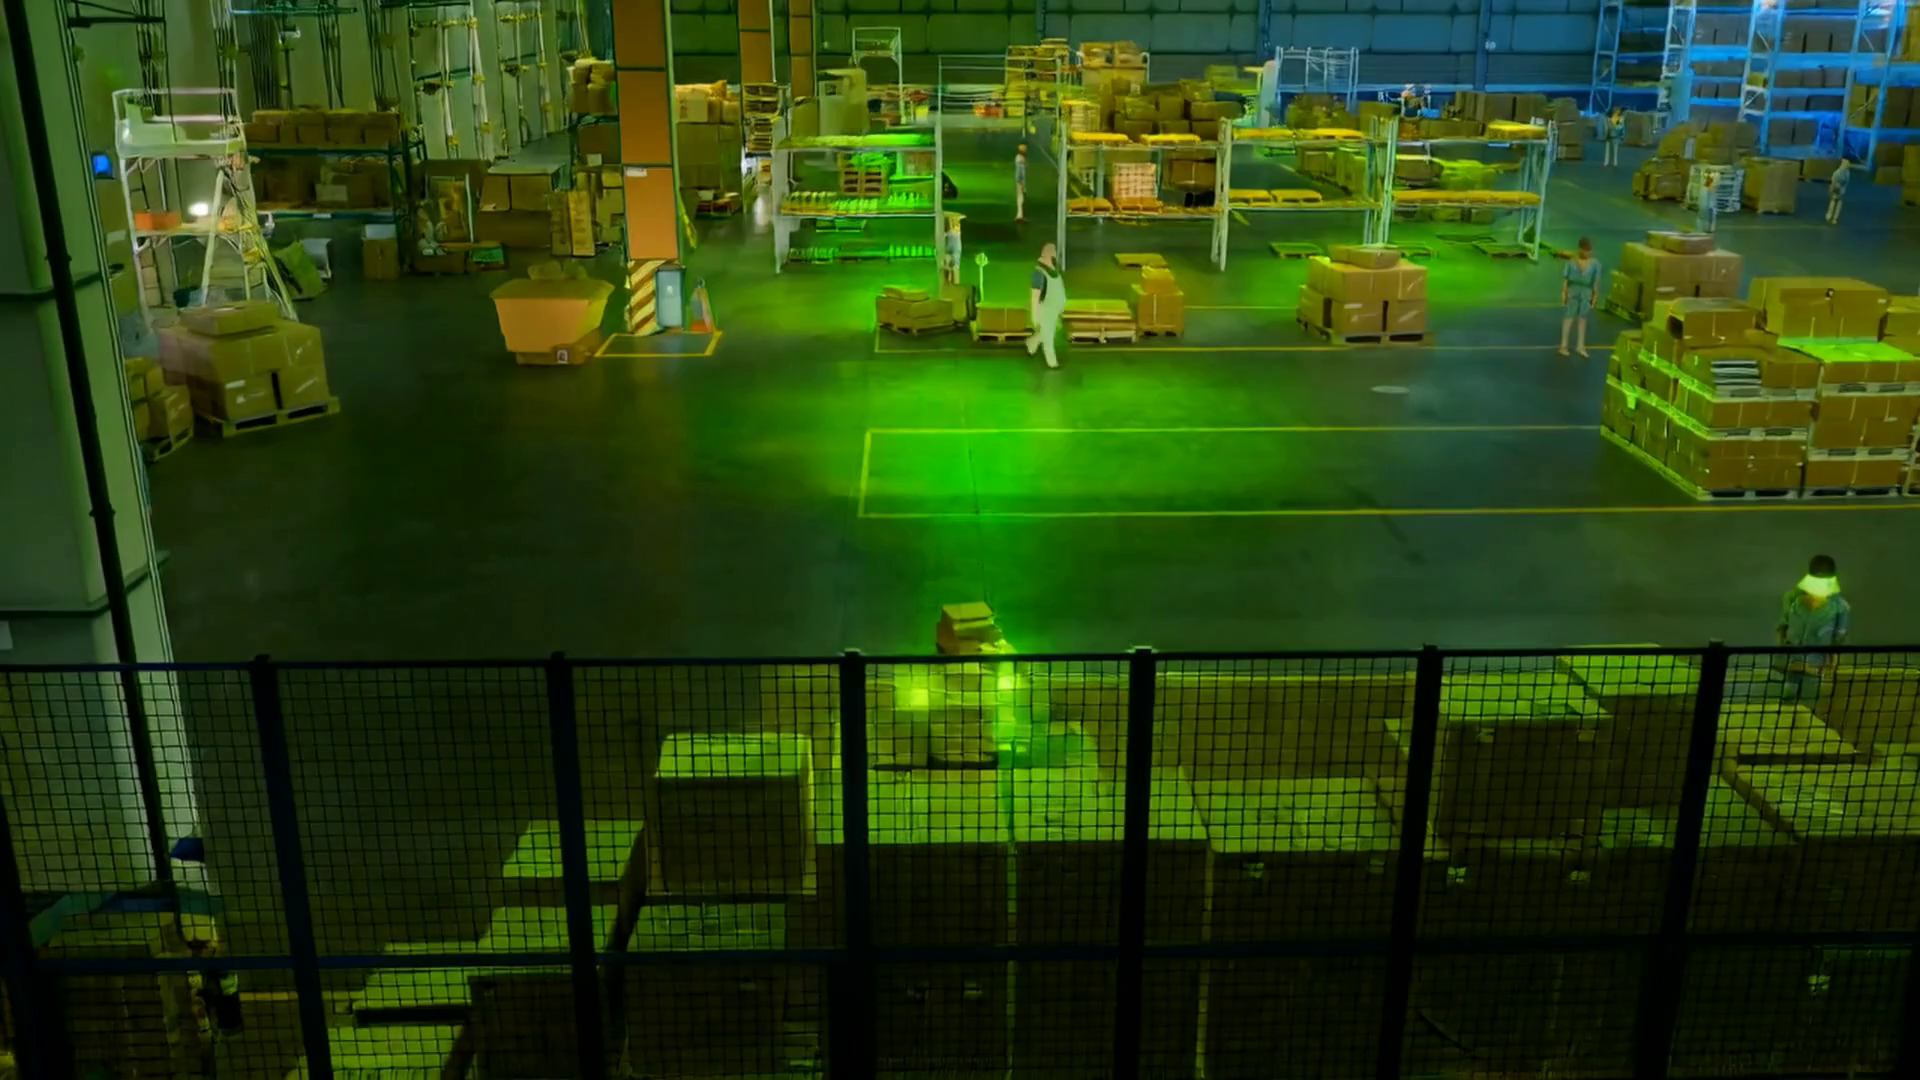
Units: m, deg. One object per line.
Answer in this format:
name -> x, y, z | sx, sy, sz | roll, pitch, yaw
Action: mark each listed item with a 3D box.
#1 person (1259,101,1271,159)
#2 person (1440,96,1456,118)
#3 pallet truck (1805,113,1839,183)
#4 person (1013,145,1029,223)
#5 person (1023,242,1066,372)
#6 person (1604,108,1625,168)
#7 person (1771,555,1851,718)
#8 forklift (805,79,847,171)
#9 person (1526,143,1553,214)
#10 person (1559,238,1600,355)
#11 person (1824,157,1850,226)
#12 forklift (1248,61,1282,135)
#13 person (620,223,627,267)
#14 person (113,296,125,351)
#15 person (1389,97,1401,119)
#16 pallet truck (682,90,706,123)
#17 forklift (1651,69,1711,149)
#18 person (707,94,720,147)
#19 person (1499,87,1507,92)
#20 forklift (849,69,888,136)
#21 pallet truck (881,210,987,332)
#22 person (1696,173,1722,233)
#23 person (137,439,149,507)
person -> 10.492, -14.121, 57.213 | 0.376, 1.940, 0.629 | 0, 19, 0
person -> 17.352, -14.811, 59.261 | 0.550, 1.935, 0.375 | 7, 20, 20
pallet truck -> 26.403, -11.957, 50.702 | 0.823, 1.965, 1.885 | 6, 19, 16
person -> 1.532, -9.009, 42.050 | 0.372, 1.940, 0.631 | -4, 19, -11
person -> 1.311, -3.701, 26.144 | 0.819, 2.000, 0.690 | 13, 23, 34
person -> 21.330, -13.112, 54.273 | 0.595, 1.912, 0.387 | 6, 19, 16
person -> 6.519, 0.944, 12.823 | 0.484, 1.745, 0.296 | 9, 21, 24
forklift -> -4.097, -13.405, 53.639 | 1.129, 2.768, 1.873 | -17, 25, -40
person -> 15.225, -9.569, 43.770 | 0.661, 1.893, 0.976 | 9, 21, 25
person -> 10.104, -3.958, 27.090 | 0.542, 1.928, 0.400 | 2, 19, 6
person -> 21.914, -8.686, 41.479 | 0.532, 1.691, 0.322 | -8, 20, -23
forklift -> 12.259, -17.516, 65.833 | 1.873, 2.768, 1.129 | -1, 19, -1
person -> -6.109, -5.331, 31.171 | 0.584, 1.917, 0.385 | -16, 24, -39
person -> -12.389, -2.908, 24.093 | 0.534, 1.842, 0.615 | 0, 19, 0
person -> 15.666, -15.147, 60.408 | 0.635, 1.842, 0.429 | -8, 20, -23
pallet truck -> -9.671, -15.907, 62.421 | 0.823, 1.965, 1.885 | 5, 19, 15
forklift -> 26.017, -15.503, 59.863 | 1.873, 2.768, 1.129 | 5, 19, 14
person -> -9.048, -15.356, 60.910 | 0.381, 1.918, 0.585 | 14, 23, 36
person -> 20.821, -16.321, 63.685 | 0.620, 1.974, 0.632 | 7, 20, 20
forklift -> -3.627, -15.472, 59.769 | 1.873, 2.768, 1.129 | -10, 21, -26
pallet truck -> -0.493, -4.759, 29.349 | 1.885, 1.965, 0.823 | -13, 23, -34
person -> 16.120, -6.932, 35.867 | 0.384, 1.957, 0.606 | -2, 19, -7
person -> -8.455, -0.404, 16.698 | 0.703, 1.826, 0.635 | 18, 25, 42
